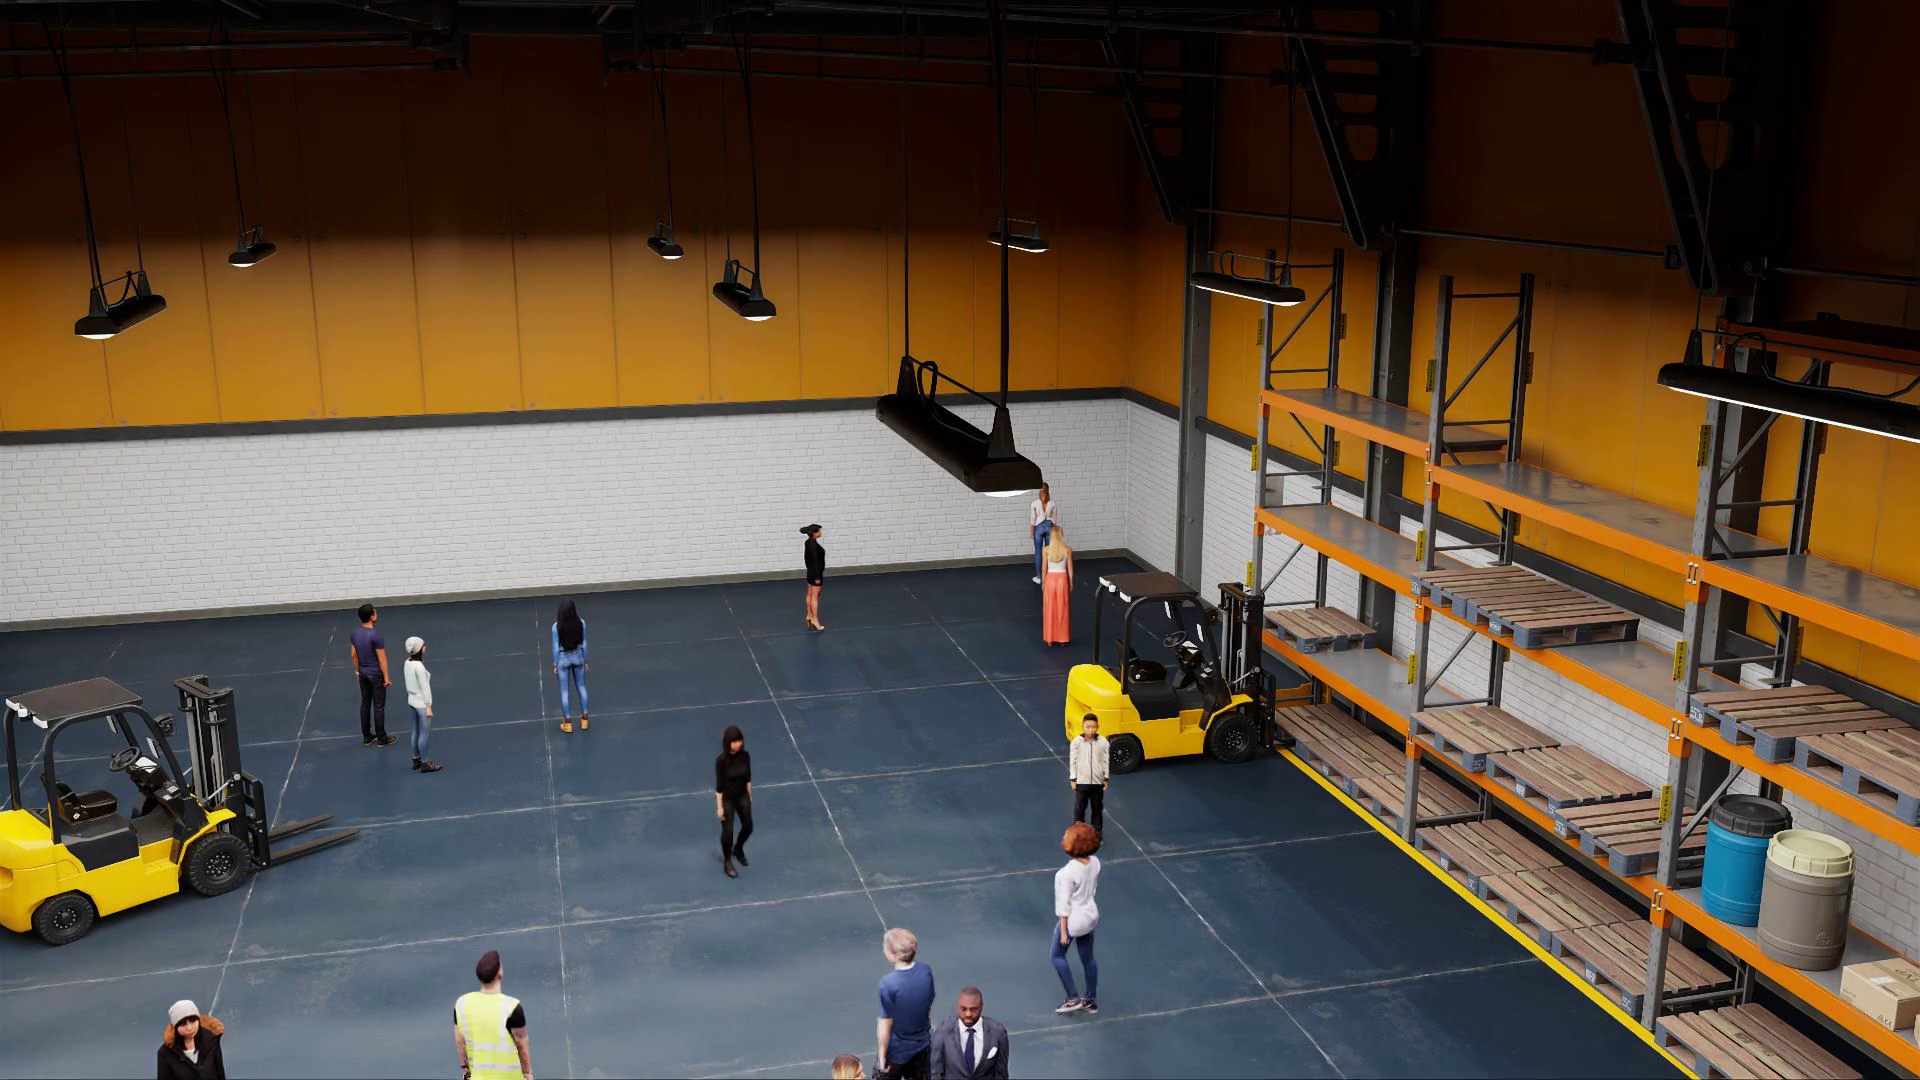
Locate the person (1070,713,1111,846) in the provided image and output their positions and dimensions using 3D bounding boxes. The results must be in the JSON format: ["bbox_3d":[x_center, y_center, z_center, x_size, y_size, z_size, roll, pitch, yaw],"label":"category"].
[{"bbox_3d":[1.379,2.519,17.622,0.604,1.452,0.555,-1,14,-5],"label":"person"}]

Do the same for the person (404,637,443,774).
[{"bbox_3d":[-6.385,1.925,19.665,0.706,1.644,0.582,-13,19,-42],"label":"person"}]

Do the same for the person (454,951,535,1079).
[{"bbox_3d":[-3.254,3.772,11.632,0.887,1.836,0.956,3,14,12],"label":"person"}]

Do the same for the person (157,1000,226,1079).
[{"bbox_3d":[-5.265,3.921,11.447,0.735,1.632,0.756,-12,18,-41],"label":"person"}]

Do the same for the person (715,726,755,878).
[{"bbox_3d":[-2.338,2.613,16.869,0.680,1.622,0.743,-9,16,-32],"label":"person"}]

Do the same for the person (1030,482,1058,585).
[{"bbox_3d":[1.409,-0.129,27.990,0.619,1.719,0.534,-2,14,-9],"label":"person"}]

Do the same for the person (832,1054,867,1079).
[{"bbox_3d":[-0.716,4.074,10.724,0.664,1.676,0.495,1,14,2],"label":"person"}]

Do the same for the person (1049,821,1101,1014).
[{"bbox_3d":[1.066,3.243,14.109,0.747,1.698,0.746,-12,18,-40],"label":"person"}]

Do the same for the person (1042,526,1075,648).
[{"bbox_3d":[1.425,0.675,24.487,0.717,1.804,0.723,3,14,10],"label":"person"}]

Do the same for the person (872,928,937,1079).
[{"bbox_3d":[-0.340,3.695,11.918,0.787,1.850,0.789,-8,16,-29],"label":"person"}]

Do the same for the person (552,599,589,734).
[{"bbox_3d":[-4.907,1.570,20.985,0.644,1.713,0.591,-7,15,-28],"label":"person"}]

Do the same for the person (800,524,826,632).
[{"bbox_3d":[-2.215,0.551,25.347,0.663,1.640,0.571,-5,15,-21],"label":"person"}]

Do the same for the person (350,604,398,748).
[{"bbox_3d":[-7.252,1.654,20.467,0.718,1.792,0.733,5,15,21],"label":"person"}]

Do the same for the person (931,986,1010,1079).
[{"bbox_3d":[0.061,3.863,11.282,0.749,1.824,0.696,0,14,0],"label":"person"}]
